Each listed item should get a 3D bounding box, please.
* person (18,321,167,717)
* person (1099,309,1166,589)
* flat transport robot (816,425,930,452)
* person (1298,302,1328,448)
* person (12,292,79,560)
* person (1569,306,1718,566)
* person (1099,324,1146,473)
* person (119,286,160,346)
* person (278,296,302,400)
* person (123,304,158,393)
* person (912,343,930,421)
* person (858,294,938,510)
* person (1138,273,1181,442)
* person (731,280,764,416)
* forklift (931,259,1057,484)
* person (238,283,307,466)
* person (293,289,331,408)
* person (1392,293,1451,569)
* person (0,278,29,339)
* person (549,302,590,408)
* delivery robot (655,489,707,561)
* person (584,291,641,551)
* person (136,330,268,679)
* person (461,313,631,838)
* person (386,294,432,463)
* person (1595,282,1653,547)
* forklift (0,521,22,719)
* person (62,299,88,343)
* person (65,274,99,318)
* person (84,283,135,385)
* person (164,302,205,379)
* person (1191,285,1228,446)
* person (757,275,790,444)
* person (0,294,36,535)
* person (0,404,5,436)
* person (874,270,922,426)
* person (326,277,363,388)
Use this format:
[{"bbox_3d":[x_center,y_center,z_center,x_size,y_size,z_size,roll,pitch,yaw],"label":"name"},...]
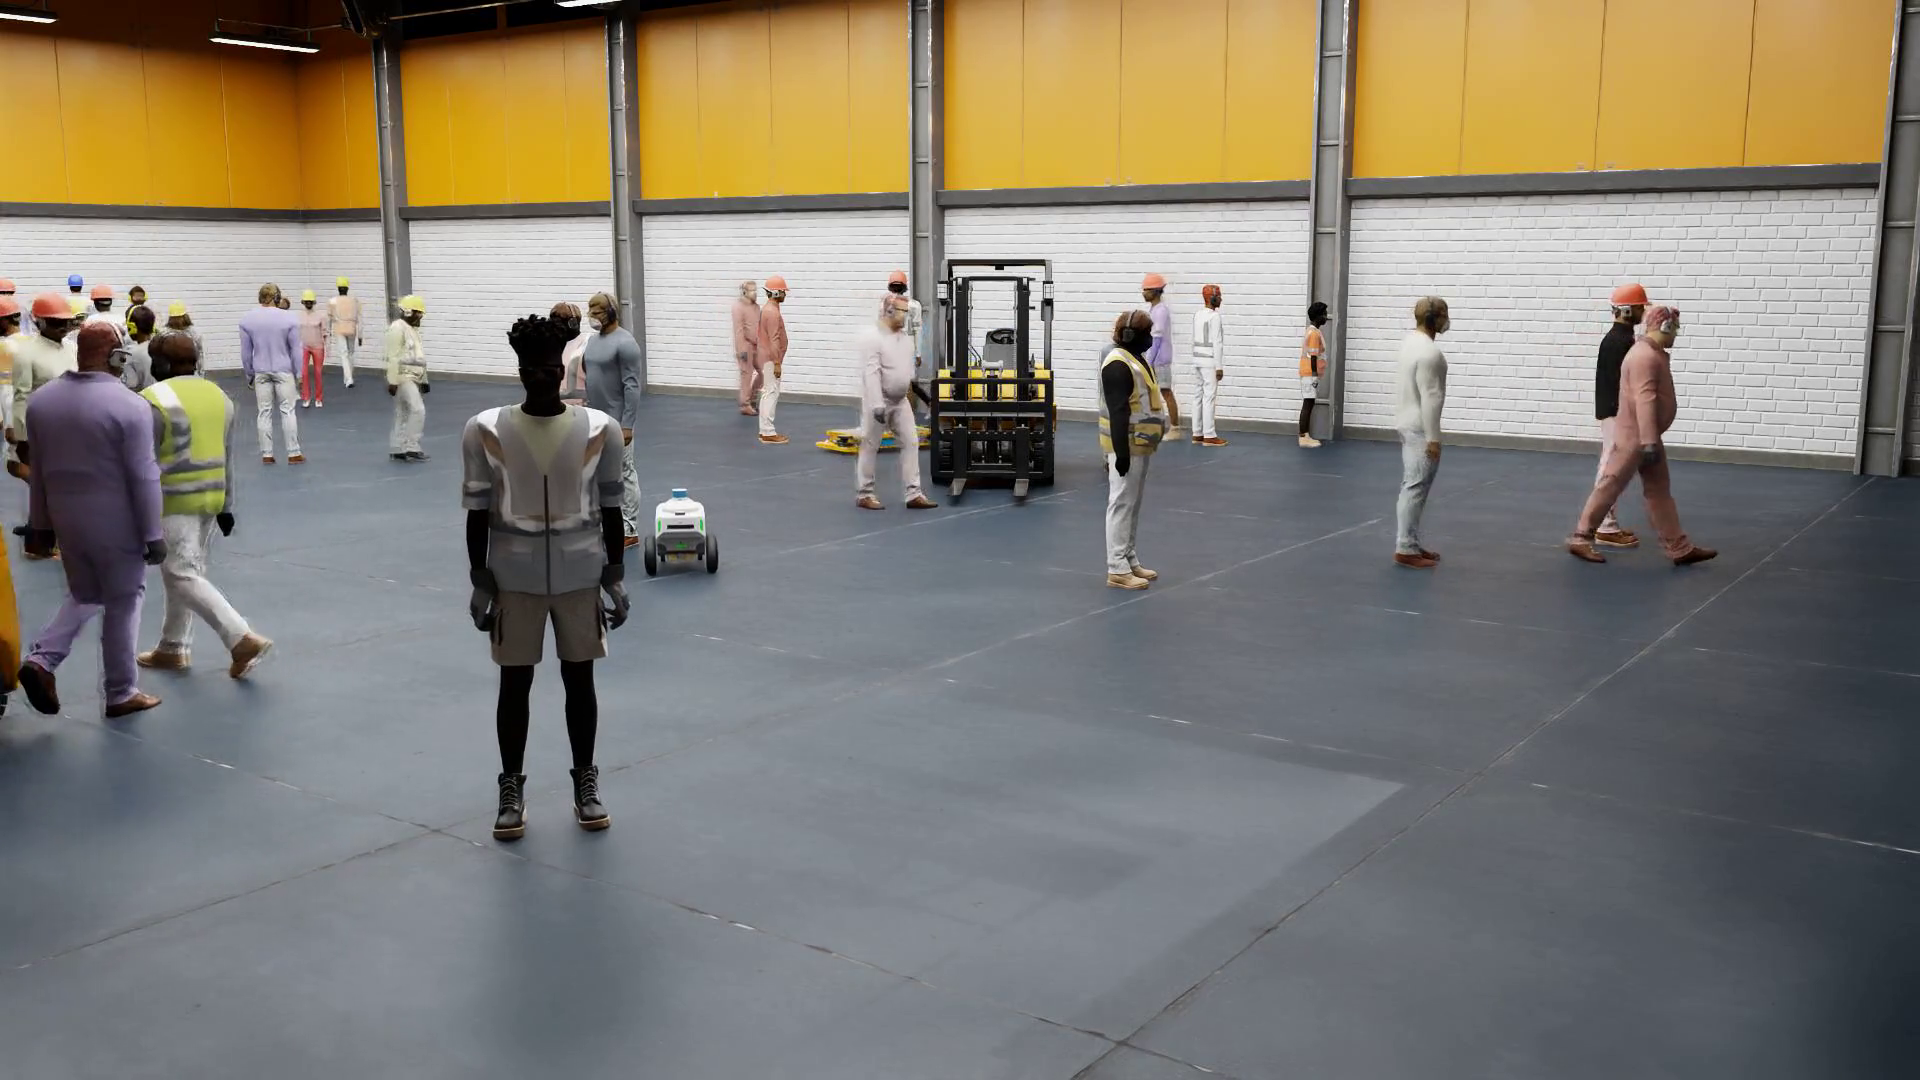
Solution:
[{"bbox_3d":[-4.045,-0.065,7.732,0.674,1.880,0.570,3,10,15],"label":"person"},{"bbox_3d":[1.145,-0.605,11.060,0.429,1.841,0.633,3,10,17],"label":"person"},{"bbox_3d":[-0.872,-1.167,19.076,1.431,0.197,0.652,-6,11,-32],"label":"flat transport robot"},{"bbox_3d":[4.099,-1.918,19.338,0.321,1.691,0.532,2,10,10],"label":"person"},{"bbox_3d":[-6.375,-0.787,11.861,1.009,1.939,0.611,1,10,8],"label":"person"},{"bbox_3d":[4.855,-0.730,11.809,0.984,1.843,0.757,6,11,30],"label":"person"},{"bbox_3d":[1.636,-1.419,16.650,0.523,1.580,0.869,-3,10,-16],"label":"person"},{"bbox_3d":[-11.231,-2.574,22.862,0.540,1.823,0.971,-8,13,-41],"label":"person"},{"bbox_3d":[-10.358,-2.938,25.582,0.543,1.617,0.500,-6,11,-32],"label":"person"},{"bbox_3d":[-6.190,-0.898,12.825,0.895,1.838,0.532,6,12,34],"label":"person"},{"bbox_3d":[-0.647,-2.388,22.223,0.798,1.666,0.535,-1,10,-8],"label":"person"},{"bbox_3d":[-0.554,-1.167,14.315,0.862,1.867,0.665,8,13,41],"label":"person"},{"bbox_3d":[2.200,-2.143,19.732,0.985,1.999,0.640,-1,10,-3],"label":"person"},{"bbox_3d":[-2.919,-2.673,23.230,0.442,1.892,0.646,6,11,30],"label":"person"},{"bbox_3d":[0.370,-1.738,16.759,1.214,2.155,2.313,1,10,3],"label":"forklift"},{"bbox_3d":[-7.257,-1.746,17.589,0.629,1.932,0.377,-1,10,-4],"label":"person"},{"bbox_3d":[-9.495,-2.782,24.328,0.559,1.732,0.797,-3,10,-17],"label":"person"},{"bbox_3d":[3.263,-0.770,11.760,0.354,1.938,0.635,0,10,1],"label":"person"},{"bbox_3d":[-12.274,-2.411,21.523,0.375,1.939,0.546,2,10,12],"label":"person"},{"bbox_3d":[-3.042,-0.930,12.991,0.636,1.842,0.429,7,12,36],"label":"person"},{"bbox_3d":[-1.967,-0.118,11.701,0.477,0.478,0.707,-2,10,-9],"label":"delivery robot"},{"bbox_3d":[-2.617,-0.887,12.452,0.373,1.938,0.627,-9,13,-42],"label":"person"},{"bbox_3d":[-3.979,-0.177,8.607,0.865,1.814,0.631,2,10,13],"label":"person"},{"bbox_3d":[-1.552,0.143,6.276,0.608,1.951,0.374,-3,10,-16],"label":"person"},{"bbox_3d":[-5.850,-1.722,17.813,0.610,1.802,0.624,0,10,-1],"label":"person"},{"bbox_3d":[5.035,-0.956,12.687,0.376,1.997,0.612,3,10,18],"label":"person"},{"bbox_3d":[-5.296,-0.090,6.943,1.214,2.155,2.313,7,12,35],"label":"forklift"},{"bbox_3d":[-8.067,-1.277,15.132,0.690,1.810,0.625,5,11,29],"label":"person"},{"bbox_3d":[-13.650,-3.137,25.814,0.615,1.948,0.384,-3,10,-19],"label":"person"},{"bbox_3d":[-9.318,-1.839,18.193,0.421,1.922,0.542,8,12,39],"label":"person"},{"bbox_3d":[-8.965,-1.892,19.182,0.482,1.686,0.942,-5,11,-29],"label":"person"},{"bbox_3d":[2.916,-2.045,19.514,0.358,1.883,0.572,-3,10,-19],"label":"person"},{"bbox_3d":[-2.200,-2.137,19.750,0.402,1.986,0.616,-3,10,-15],"label":"person"},{"bbox_3d":[-7.228,-0.957,12.957,0.652,1.910,0.582,1,10,8],"label":"person"},{"bbox_3d":[-12.085,-2.066,20.497,0.828,1.589,0.515,5,11,27],"label":"person"},{"bbox_3d":[-0.783,-2.378,21.018,0.609,2.043,0.376,-1,10,-5],"label":"person"},{"bbox_3d":[-10.519,-3.546,28.473,0.584,1.887,0.992,-7,12,-35],"label":"person"}]
